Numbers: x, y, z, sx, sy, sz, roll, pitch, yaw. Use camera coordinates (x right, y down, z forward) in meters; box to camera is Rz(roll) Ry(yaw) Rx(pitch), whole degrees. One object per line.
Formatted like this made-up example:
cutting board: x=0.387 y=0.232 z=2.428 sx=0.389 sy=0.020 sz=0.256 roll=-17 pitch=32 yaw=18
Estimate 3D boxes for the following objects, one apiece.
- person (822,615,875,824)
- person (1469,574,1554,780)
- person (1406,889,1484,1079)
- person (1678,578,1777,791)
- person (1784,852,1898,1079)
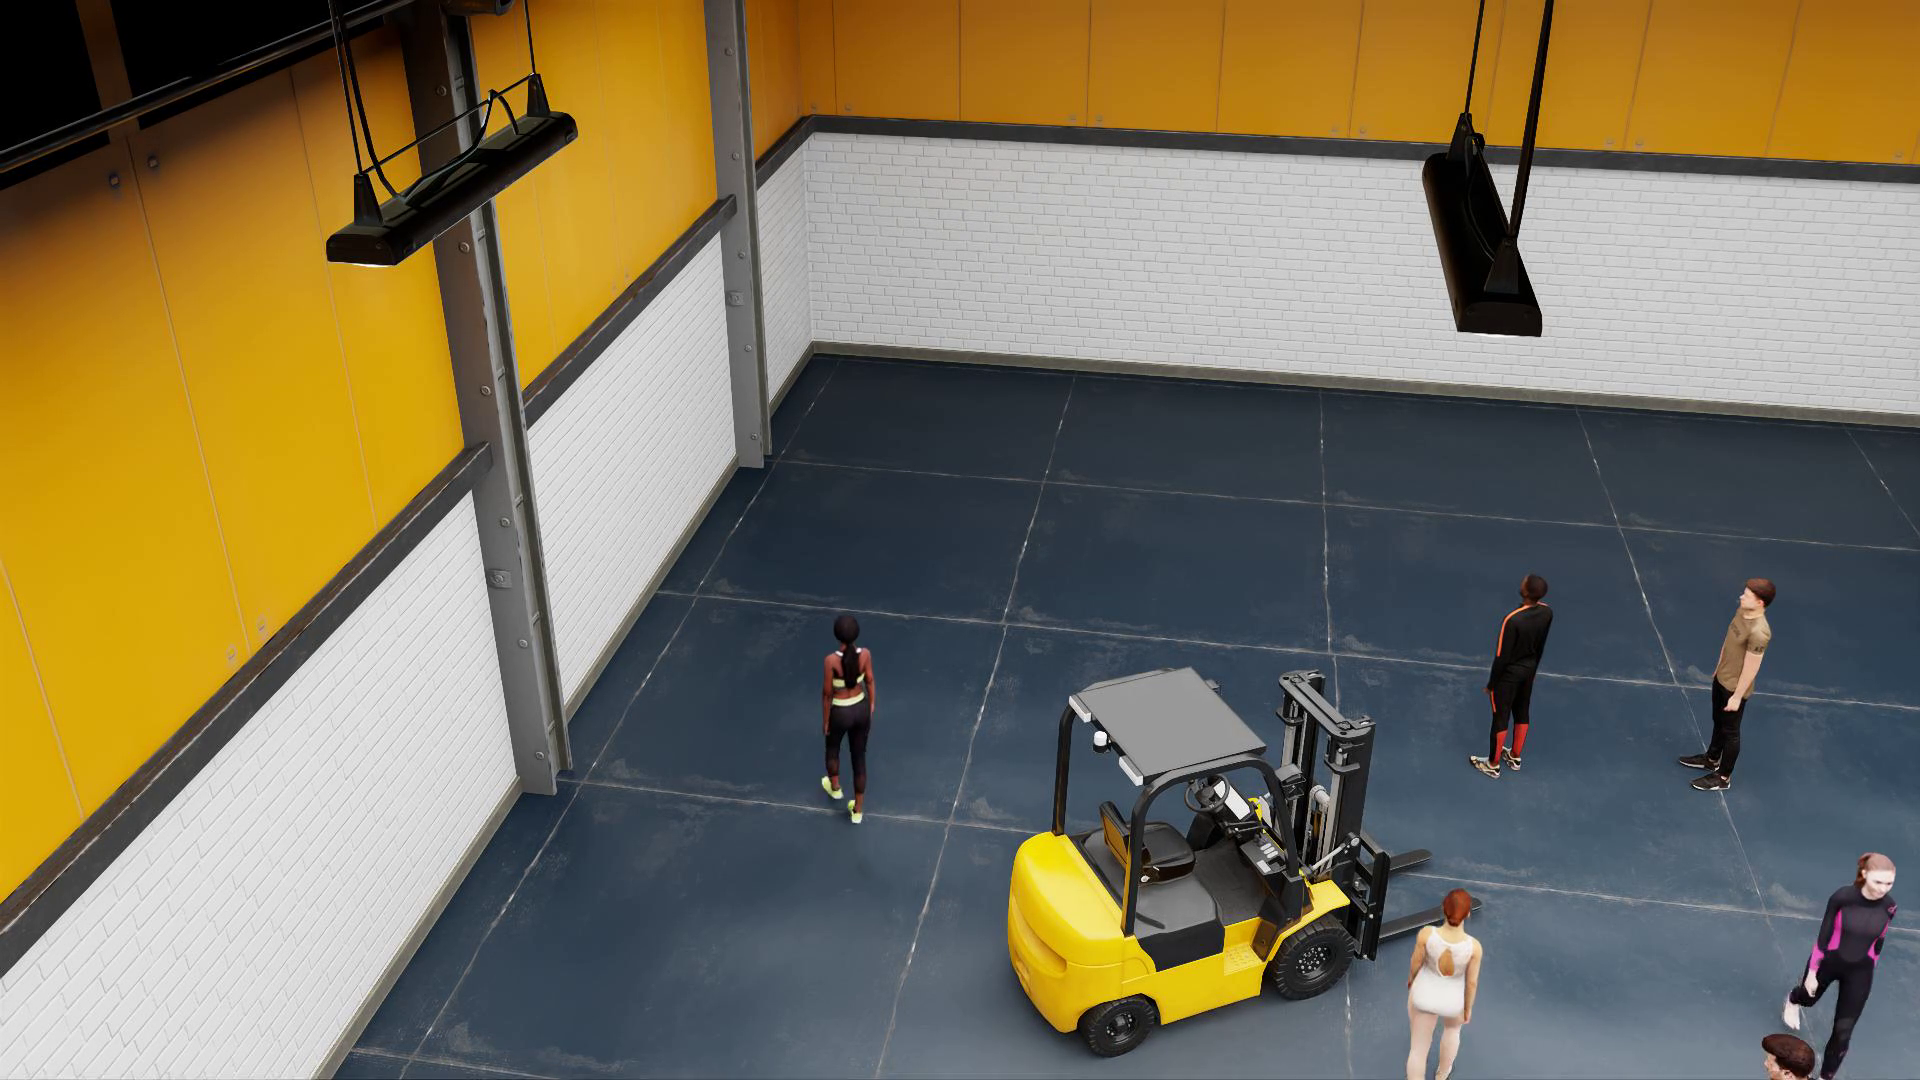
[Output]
person: x=-0.815 y=1.397 z=12.582 sx=0.825 sy=1.736 sz=0.932 roll=-10 pitch=30 yaw=-18
person: x=4.390 y=1.056 z=13.133 sx=0.700 sy=1.808 sz=0.716 roll=-12 pitch=31 yaw=-21
person: x=2.884 y=2.834 z=10.058 sx=0.582 sy=1.630 sz=0.713 roll=8 pitch=30 yaw=14
person: x=6.058 y=1.106 z=12.994 sx=0.732 sy=1.852 sz=0.522 roll=3 pitch=29 yaw=5
person: x=5.453 y=2.623 z=10.349 sx=0.652 sy=1.723 sz=1.123 roll=9 pitch=30 yaw=15
